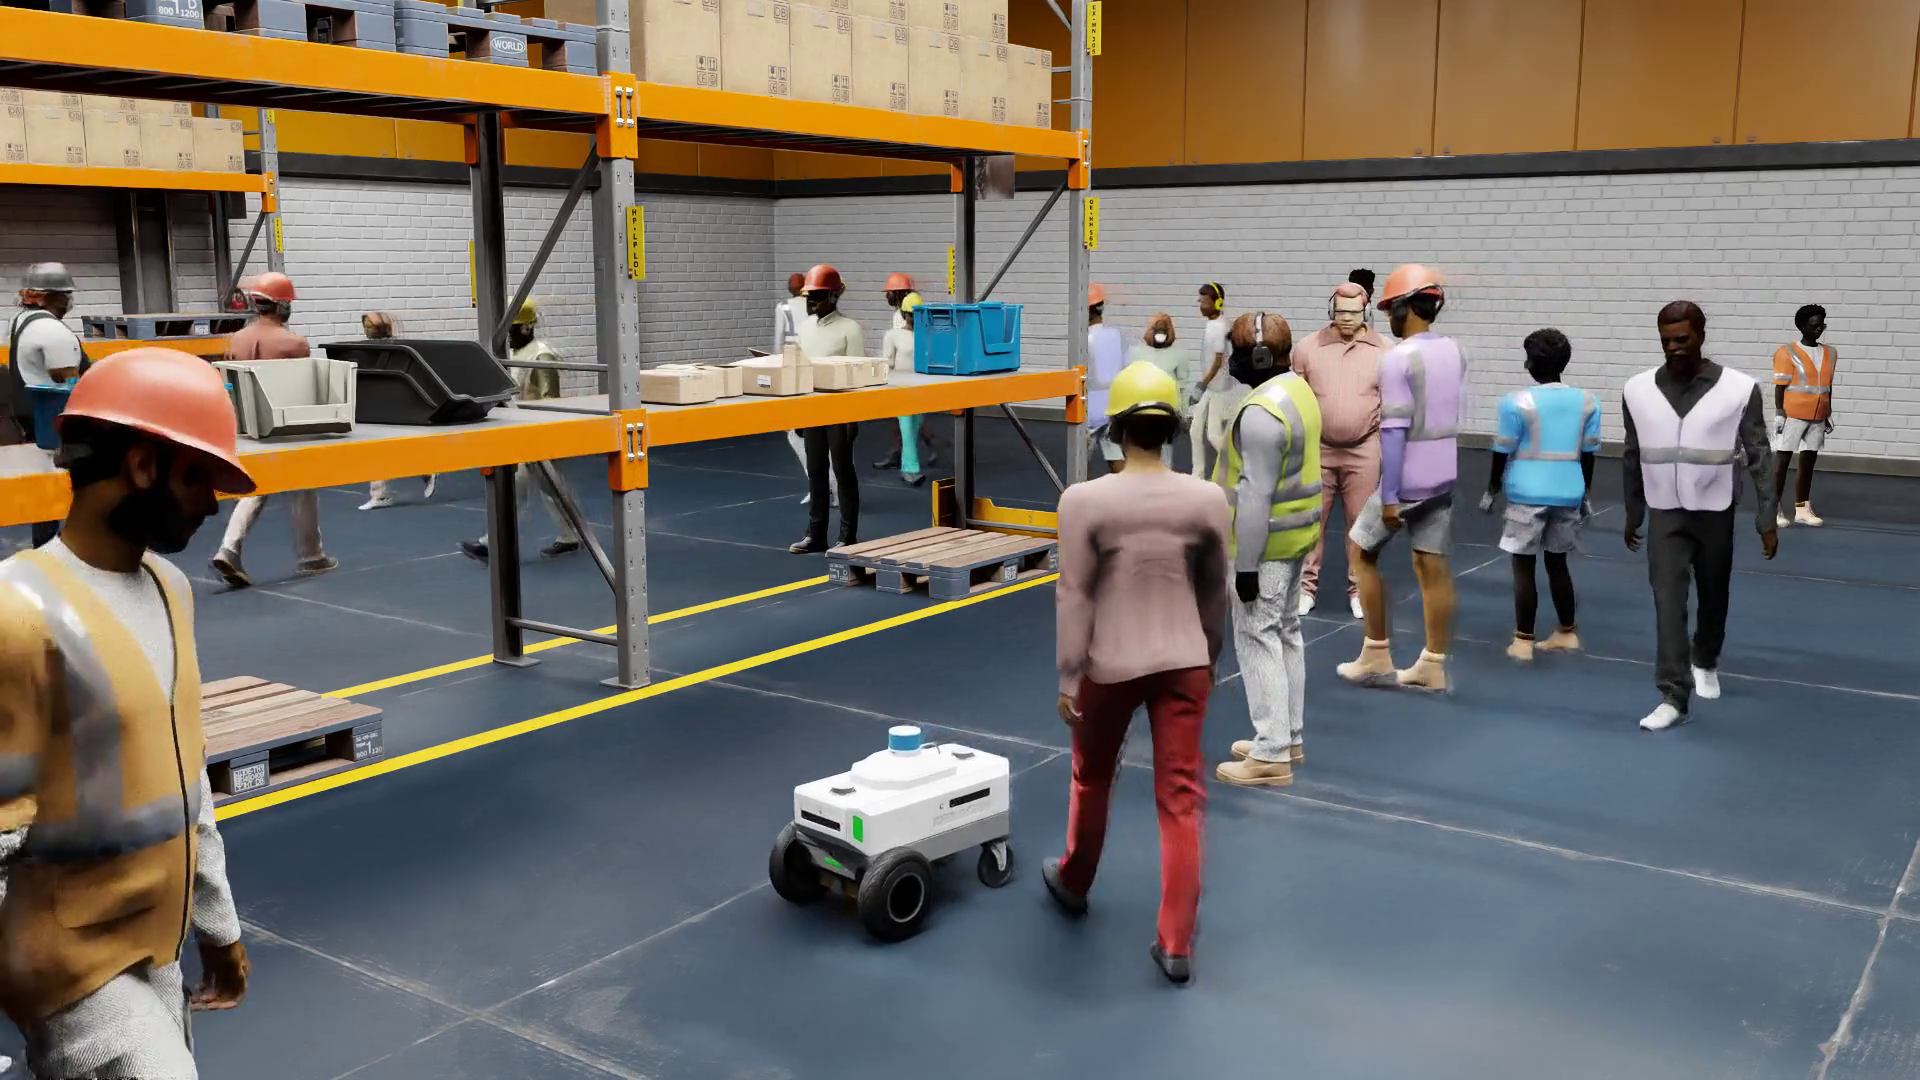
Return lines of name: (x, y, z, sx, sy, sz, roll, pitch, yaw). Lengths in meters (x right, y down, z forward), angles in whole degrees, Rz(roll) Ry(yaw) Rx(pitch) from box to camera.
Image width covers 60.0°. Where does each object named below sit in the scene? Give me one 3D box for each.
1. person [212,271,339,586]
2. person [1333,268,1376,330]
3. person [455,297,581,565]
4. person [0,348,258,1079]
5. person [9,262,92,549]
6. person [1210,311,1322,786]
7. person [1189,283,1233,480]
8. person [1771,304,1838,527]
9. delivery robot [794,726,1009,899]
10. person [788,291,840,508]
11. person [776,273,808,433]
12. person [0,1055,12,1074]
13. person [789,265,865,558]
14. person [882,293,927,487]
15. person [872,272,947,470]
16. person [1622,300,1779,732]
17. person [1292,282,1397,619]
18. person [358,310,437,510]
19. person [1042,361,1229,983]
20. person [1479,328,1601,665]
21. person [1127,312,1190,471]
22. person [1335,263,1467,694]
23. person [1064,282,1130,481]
person: (-4.334, -0.697, 10.433, 0.623, 1.963, 0.920, 3, 10, 17)
person: (3.755, -1.605, 15.857, 0.372, 1.959, 0.607, -3, 10, -16)
person: (-2.968, -0.722, 11.114, 0.938, 1.773, 0.585, -6, 11, -33)
person: (-1.319, 0.653, 2.615, 0.474, 1.883, 0.629, 0, 10, 0)
person: (-5.954, -0.859, 11.157, 0.773, 2.000, 0.703, -9, 13, -42)
person: (1.177, 0.032, 6.489, 0.429, 1.833, 0.622, 4, 11, 25)
person: (2.190, -1.280, 14.278, 0.633, 1.844, 0.529, -2, 10, -10)
person: (6.424, -0.943, 12.676, 0.535, 1.697, 0.318, -2, 10, -14)
delivery robot: (-0.172, 0.830, 5.236, 0.477, 0.478, 0.707, 9, 13, 44)
person: (-1.145, -1.203, 13.596, 0.447, 1.908, 0.616, 7, 12, 37)
person: (-1.865, -2.176, 19.467, 0.594, 1.882, 0.352, -3, 10, -20)
person: (-2.413, 0.564, 3.883, 0.315, 1.636, 0.514, -7, 12, -37)
person: (-0.911, -0.872, 11.372, 0.613, 1.994, 0.381, 8, 12, 39)
person: (-0.392, -1.331, 14.881, 0.551, 1.718, 0.880, -4, 10, -23)
person: (-0.497, -1.608, 15.990, 0.659, 1.916, 0.558, 1, 10, 7)
person: (3.296, -0.136, 7.423, 0.691, 1.864, 1.006, 7, 12, 35)
person: (2.162, -0.498, 9.426, 0.637, 1.903, 0.406, 2, 10, 14)
person: (-4.641, -1.065, 13.602, 0.519, 1.626, 0.581, 7, 12, 35)
person: (0.505, 0.349, 4.885, 0.539, 1.731, 0.824, -2, 10, -10)
person: (2.928, -0.219, 8.392, 0.570, 1.684, 0.443, -2, 10, -13)
person: (1.569, -1.015, 13.370, 0.515, 1.602, 0.751, 2, 10, 14)
person: (2.068, -0.283, 7.840, 0.606, 2.007, 0.672, -7, 12, -36)
person: (1.039, -0.878, 11.728, 0.549, 1.895, 0.894, -7, 12, -36)
